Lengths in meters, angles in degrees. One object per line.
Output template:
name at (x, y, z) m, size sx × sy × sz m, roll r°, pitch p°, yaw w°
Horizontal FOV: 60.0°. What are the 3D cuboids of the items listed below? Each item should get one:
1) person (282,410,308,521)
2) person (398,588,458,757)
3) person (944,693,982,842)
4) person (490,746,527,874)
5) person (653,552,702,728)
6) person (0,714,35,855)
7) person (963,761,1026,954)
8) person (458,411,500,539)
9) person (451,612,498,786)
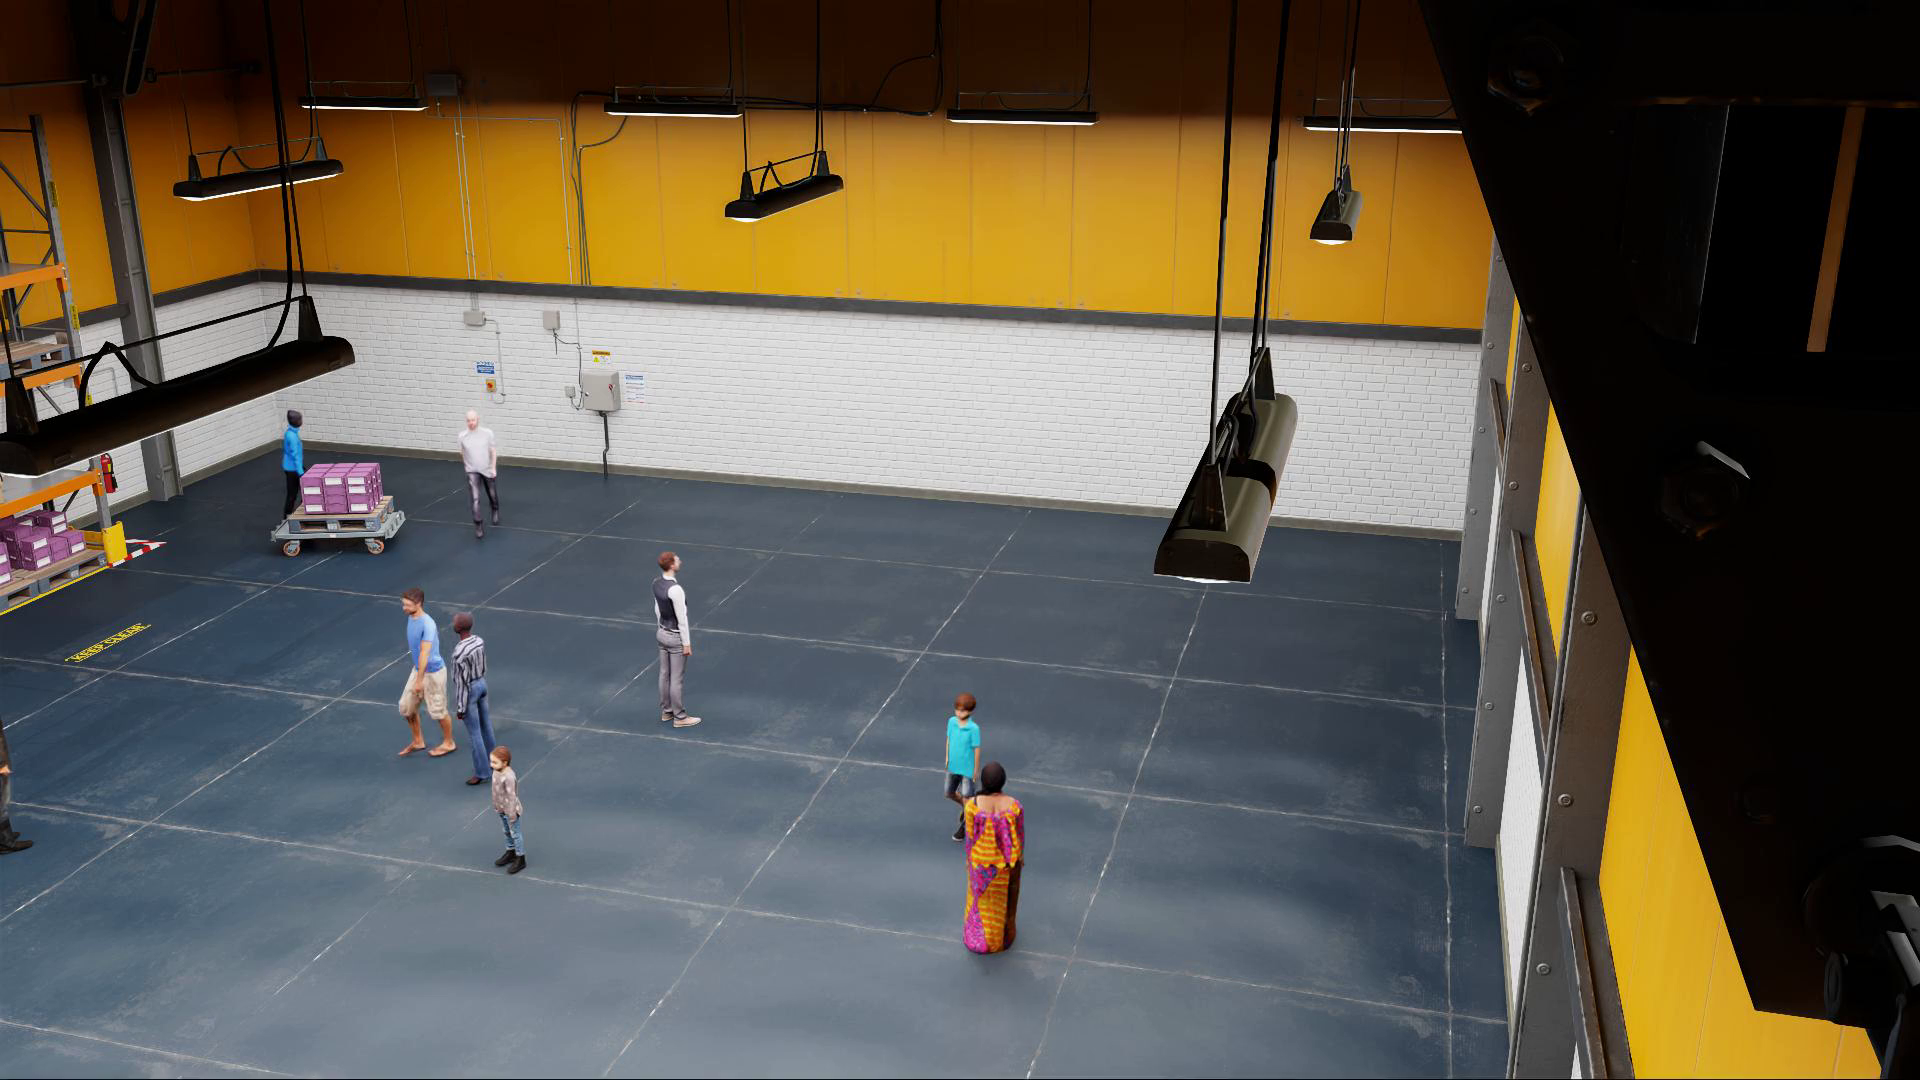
person at (-9.738, -1.001, 24.066) m, size 0.896 × 1.767 × 0.847 m, roll -7°, pitch 20°, yaw -19°
person at (-5.363, 1.332, 17.025) m, size 0.918 × 1.838 × 0.828 m, roll -17°, pitch 25°, yaw -42°
person at (0.064, 2.063, 15.473) m, size 0.666 × 1.443 × 0.756 m, roll 14°, pitch 23°, yaw 35°
person at (-4.049, 2.387, 14.905) m, size 0.573 × 1.193 × 0.544 m, roll -18°, pitch 25°, yaw -42°
person at (-3.072, 1.033, 17.759) m, size 0.763 × 1.938 × 0.746 m, roll -15°, pitch 24°, yaw -37°
person at (-8.851, 1.985, 15.147) m, size 0.746 × 1.800 × 0.702 m, roll 15°, pitch 24°, yaw 37°
person at (0.272, 2.564, 13.602) m, size 0.722 × 1.688 × 0.721 m, roll 1°, pitch 19°, yaw 3°
person at (-6.892, -1.007, 24.027) m, size 1.049 × 1.803 × 1.330 m, roll -4°, pitch 19°, yaw -13°
person at (-4.811, 1.555, 16.433) m, size 0.680 × 1.794 × 0.483 m, roll 4°, pitch 19°, yaw 11°
